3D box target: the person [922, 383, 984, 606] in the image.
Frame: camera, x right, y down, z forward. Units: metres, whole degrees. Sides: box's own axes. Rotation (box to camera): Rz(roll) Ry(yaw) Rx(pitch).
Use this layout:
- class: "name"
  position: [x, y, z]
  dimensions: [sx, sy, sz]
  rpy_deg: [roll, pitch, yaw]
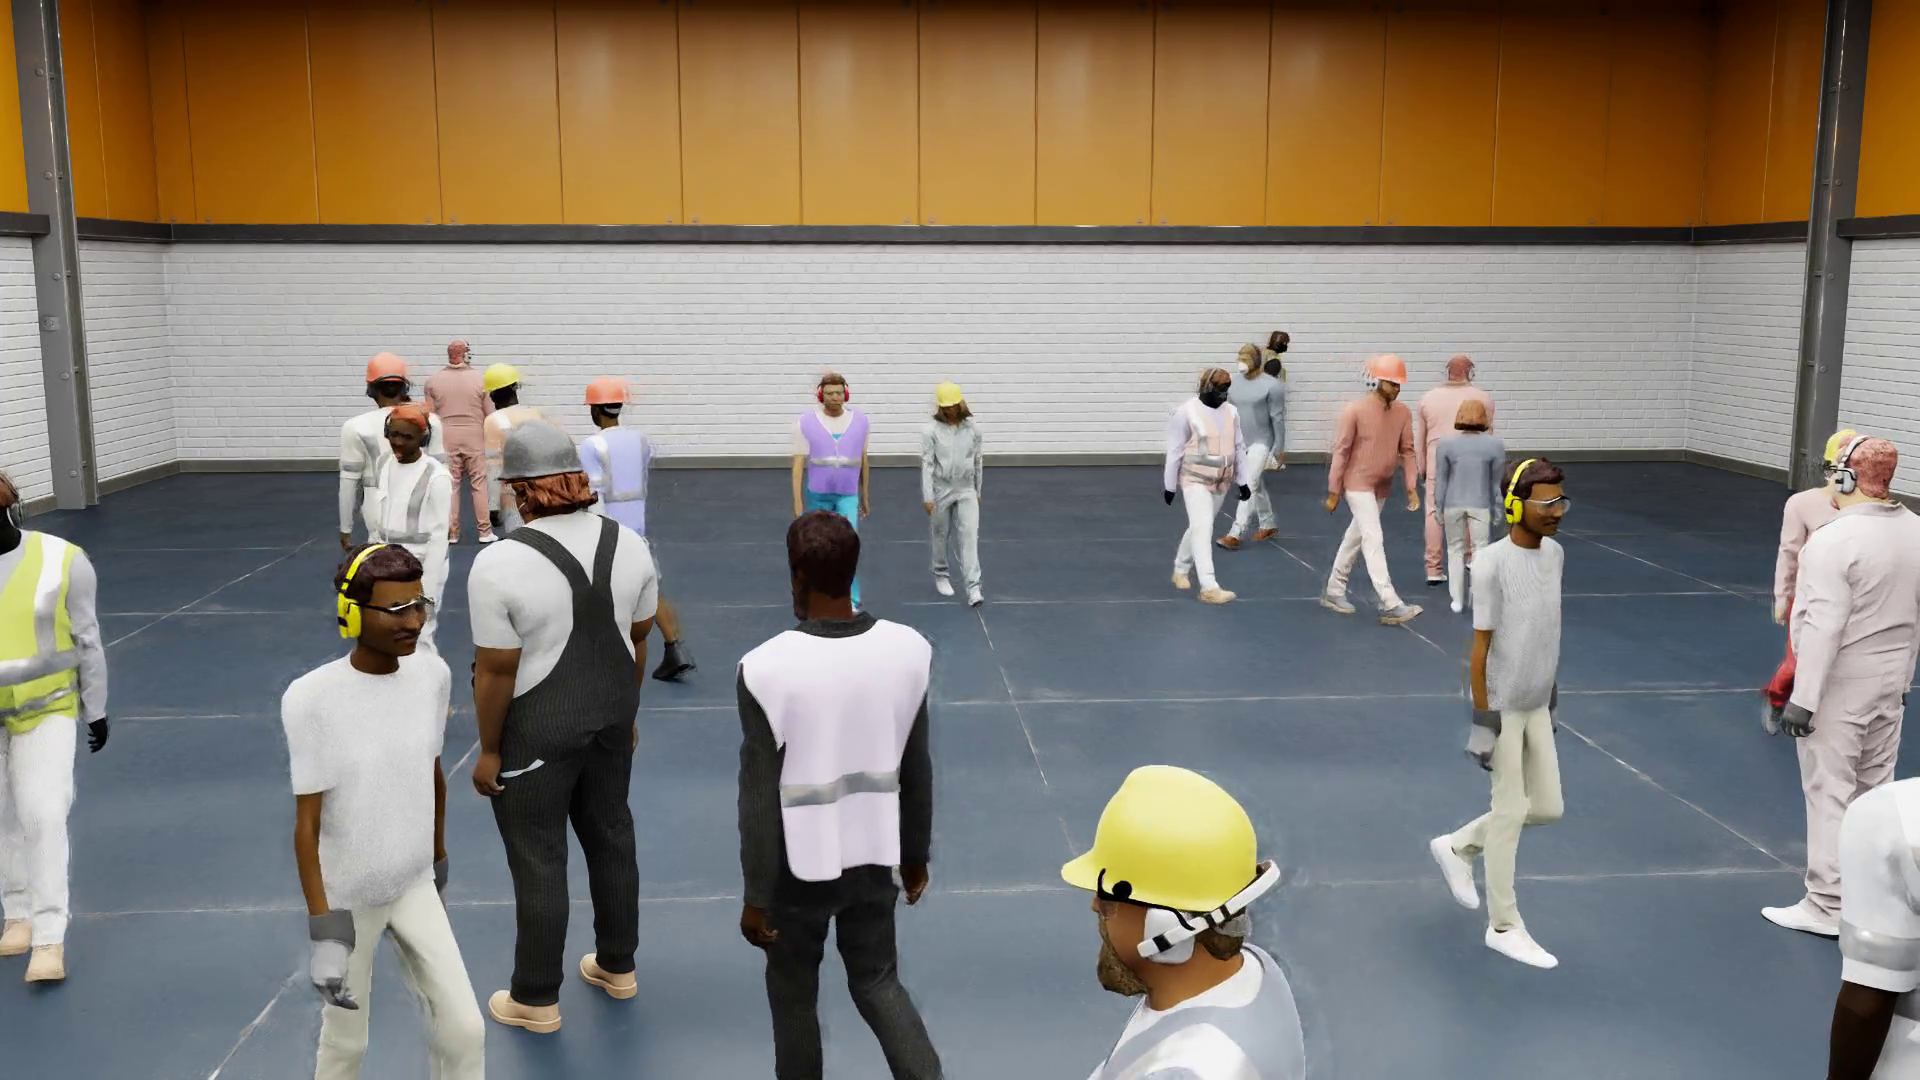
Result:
- class: "person"
  position: [-0.053, -0.355, 12.691]
  dimensions: [0.497, 1.683, 0.935]
  rpy_deg: [-2, 9, -15]

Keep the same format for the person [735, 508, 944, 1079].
- class: "person"
  position: [-0.298, 0.861, 4.451]
  dimensions: [0.600, 1.891, 0.778]
  rpy_deg: [-6, 11, -35]

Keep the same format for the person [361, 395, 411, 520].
- class: "person"
  position: [-4.081, -0.269, 12.172]
  dimensions: [0.539, 1.678, 0.648]
  rpy_deg: [-9, 13, -43]

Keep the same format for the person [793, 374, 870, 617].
- class: "person"
  position: [-0.934, -0.323, 12.178]
  dimensions: [0.588, 1.789, 0.985]
  rpy_deg: [-2, 9, -14]

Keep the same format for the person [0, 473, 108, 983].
- class: "person"
  position: [-3.417, 0.664, 5.902]
  dimensions: [0.647, 1.810, 0.809]
  rpy_deg: [-2, 9, -15]

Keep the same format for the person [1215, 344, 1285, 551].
- class: "person"
  position: [2.670, -0.863, 15.306]
  dimensions: [1.052, 1.883, 0.654]
  rpy_deg: [-8, 12, -42]

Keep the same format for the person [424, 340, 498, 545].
- class: "person"
  position: [-4.614, -0.903, 15.460]
  dimensions: [0.644, 1.904, 0.399]
  rpy_deg: [-1, 9, -5]

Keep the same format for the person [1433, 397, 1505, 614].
- class: "person"
  position: [3.717, -0.235, 12.170]
  dimensions: [0.503, 1.613, 0.582]
  rpy_deg: [2, 9, 15]

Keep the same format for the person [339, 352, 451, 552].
- class: "person"
  position: [-3.563, -0.150, 10.358]
  dimensions: [0.637, 2.018, 0.824]
  rpy_deg: [-7, 11, -38]

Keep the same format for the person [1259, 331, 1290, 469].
- class: "person"
  position: [3.882, -1.786, 21.346]
  dimensions: [0.641, 1.803, 0.683]
  rpy_deg: [0, 9, 2]

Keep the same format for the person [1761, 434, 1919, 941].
- class: "person"
  position: [3.357, 0.552, 6.315]
  dimensions: [0.652, 1.906, 0.404]
  rpy_deg: [-5, 10, -28]

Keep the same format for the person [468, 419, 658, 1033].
- class: "person"
  position: [-1.378, 0.602, 5.578]
  dimensions: [0.538, 2.000, 0.682]
  rpy_deg: [8, 12, 39]

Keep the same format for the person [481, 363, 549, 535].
- class: "person"
  position: [-3.077, -0.324, 11.896]
  dimensions: [0.788, 1.888, 0.620]
  rpy_deg: [5, 10, 29]

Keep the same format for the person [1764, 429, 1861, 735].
- class: "person"
  position: [4.427, 0.282, 8.523]
  dimensions: [0.532, 1.741, 0.739]
  rpy_deg: [1, 9, 9]

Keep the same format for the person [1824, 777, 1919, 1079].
- class: "person"
  position: [1.876, 1.034, 3.095]
  dimensions: [0.607, 1.966, 0.367]
  rpy_deg: [-1, 9, -5]

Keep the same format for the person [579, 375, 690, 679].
- class: "person"
  position: [-2.082, -0.071, 10.301]
  dimensions: [0.982, 1.901, 0.557]
  rpy_deg: [8, 12, 40]

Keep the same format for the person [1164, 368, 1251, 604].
- class: "person"
  position: [1.904, -0.443, 12.963]
  dimensions: [0.627, 1.797, 0.924]
  rpy_deg: [-6, 11, -34]

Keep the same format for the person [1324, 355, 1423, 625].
- class: "person"
  position: [3.013, -0.367, 12.015]
  dimensions: [0.597, 1.924, 1.086]
  rpy_deg: [-6, 11, -33]

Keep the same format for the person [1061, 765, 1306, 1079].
- class: "person"
  position: [0.376, 1.217, 2.481]
  dimensions: [0.871, 1.800, 0.603]
  rpy_deg: [3, 9, 16]

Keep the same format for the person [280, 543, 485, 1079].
- class: "person"
  position: [-1.413, 0.929, 4.162]
  dimensions: [0.760, 1.842, 0.540]
  rpy_deg: [7, 11, 37]

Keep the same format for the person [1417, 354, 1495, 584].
- class: "person"
  position: [4.081, -0.590, 13.658]
  dimensions: [0.662, 1.844, 1.035]
  rpy_deg: [6, 11, 32]

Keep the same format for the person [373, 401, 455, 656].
- class: "person"
  position: [-2.862, 0.195, 8.731]
  dimensions: [0.617, 1.861, 0.409]
  rpy_deg: [7, 11, 37]

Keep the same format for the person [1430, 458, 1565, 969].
- class: "person"
  position: [2.001, 0.606, 6.138]
  dimensions: [0.509, 1.859, 0.558]
  rpy_deg: [-6, 11, -35]
